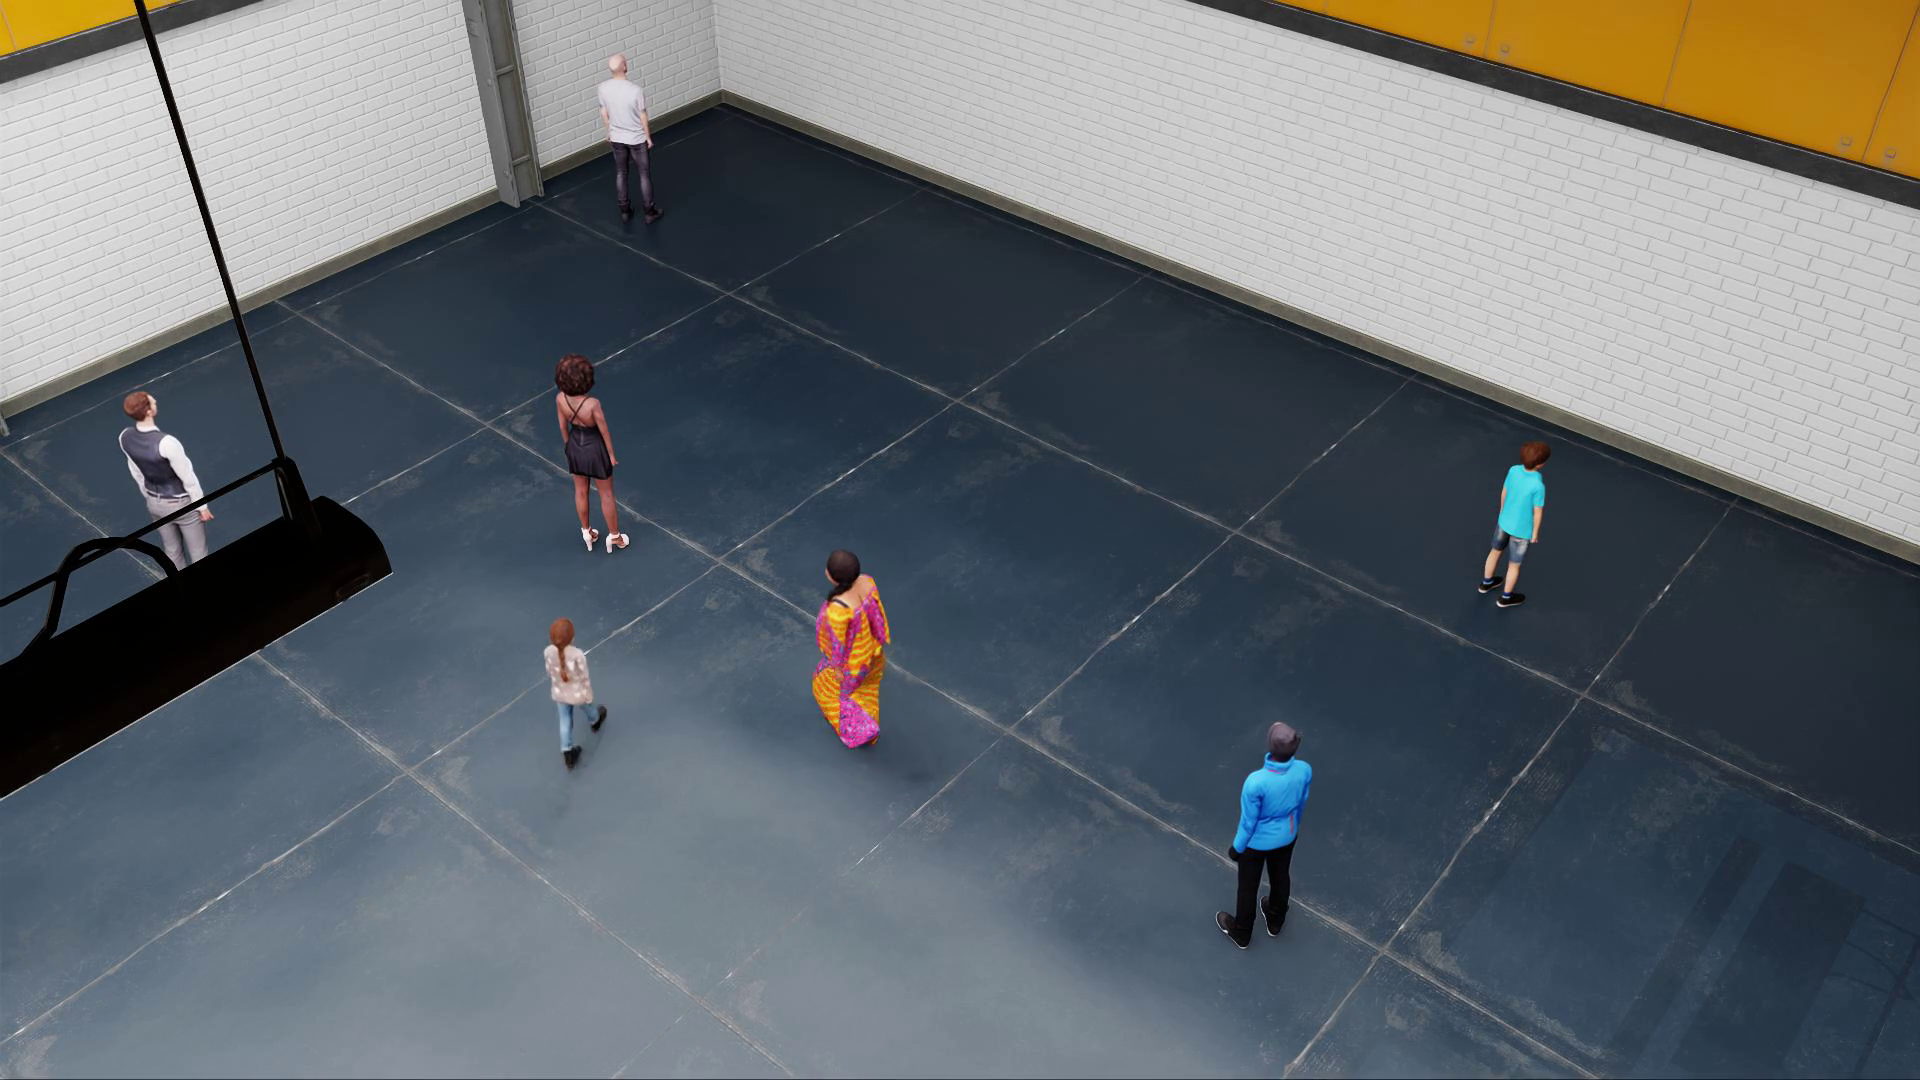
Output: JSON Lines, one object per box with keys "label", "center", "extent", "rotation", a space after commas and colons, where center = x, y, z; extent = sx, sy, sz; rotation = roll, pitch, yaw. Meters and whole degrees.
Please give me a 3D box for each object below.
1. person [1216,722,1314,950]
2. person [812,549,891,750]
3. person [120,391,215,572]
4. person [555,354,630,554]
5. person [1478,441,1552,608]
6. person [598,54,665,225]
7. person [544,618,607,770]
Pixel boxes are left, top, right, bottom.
{"label": "person", "center": [1.844, 1.773, 9.943], "extent": [0.626, 1.794, 0.754], "rotation": [-15, 41, -18]}
{"label": "person", "center": [-0.703, 0.754, 11.319], "extent": [0.759, 1.669, 0.723], "rotation": [21, 43, 24]}
{"label": "person", "center": [-5.872, -0.284, 12.403], "extent": [0.737, 1.938, 0.701], "rotation": [11, 40, 13]}
{"label": "person", "center": [-2.902, -0.660, 12.995], "extent": [0.650, 1.789, 0.658], "rotation": [10, 40, 13]}
{"label": "person", "center": [4.223, -0.144, 12.620], "extent": [0.569, 1.449, 0.580], "rotation": [-19, 43, -23]}
{"label": "person", "center": [-3.469, -4.192, 17.381], "extent": [0.750, 1.832, 0.746], "rotation": [8, 39, 10]}
{"label": "person", "center": [-2.678, 1.055, 11.343], "extent": [0.731, 1.169, 0.880], "rotation": [7, 39, 9]}
